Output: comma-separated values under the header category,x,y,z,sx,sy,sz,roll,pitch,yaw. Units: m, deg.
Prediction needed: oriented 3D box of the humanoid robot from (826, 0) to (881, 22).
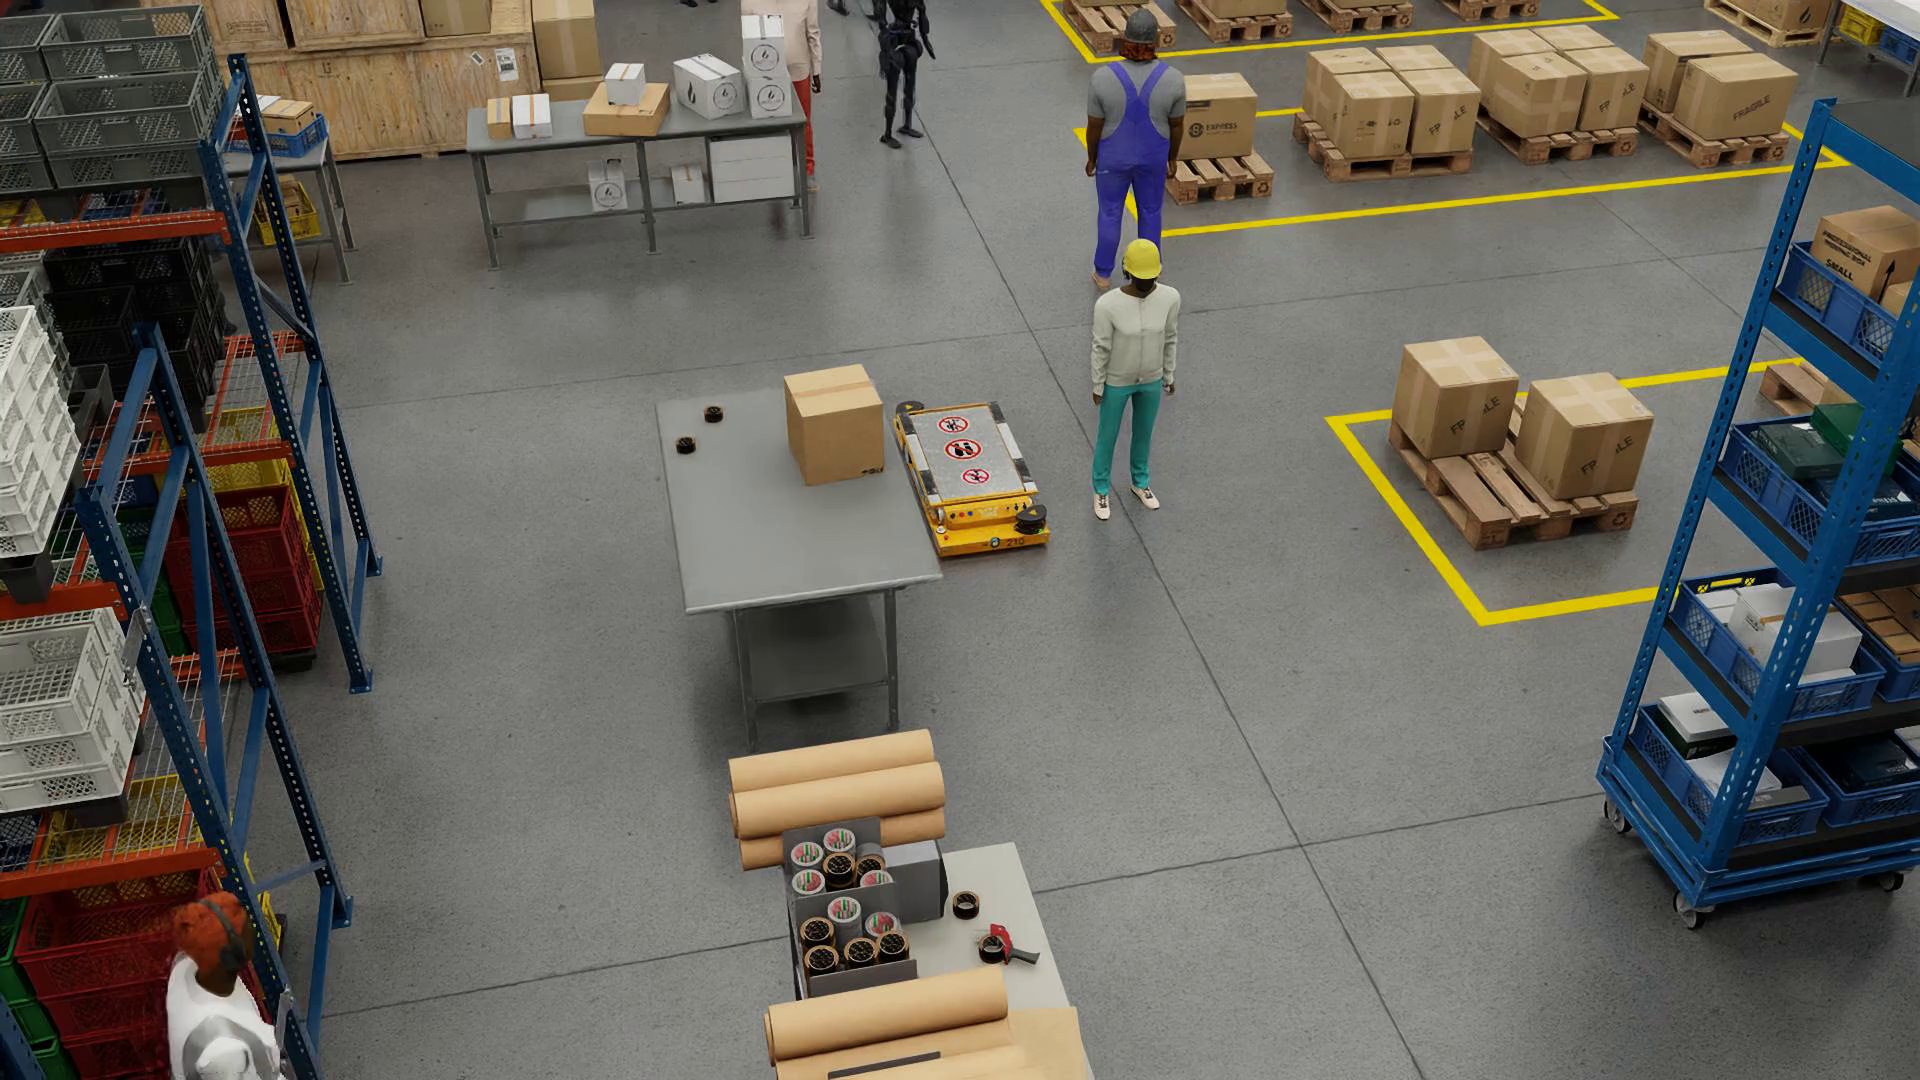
category,x,y,z,sx,sy,sz,roll,pitch,yaw
humanoid robot,-1.044,-5.991,16.449,0.602,1.625,0.728,-27,45,-32

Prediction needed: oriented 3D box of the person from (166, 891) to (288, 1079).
category,x,y,z,sx,sy,sz,roll,pitch,yaw
person,-2.380,1.919,5.653,0.915,1.837,0.582,-25,43,-29

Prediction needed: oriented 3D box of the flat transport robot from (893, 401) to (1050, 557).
category,x,y,z,sx,sy,sz,roll,pitch,yaw
flat transport robot,0.046,-0.430,10.108,0.652,0.197,1.431,-8,37,-10

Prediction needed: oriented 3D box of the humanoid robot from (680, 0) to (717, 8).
category,x,y,z,sx,sy,sz,roll,pitch,yaw
humanoid robot,-2.730,-6.254,16.768,0.612,1.656,0.316,-20,41,-24

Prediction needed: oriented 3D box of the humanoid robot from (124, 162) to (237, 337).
category,x,y,z,sx,sy,sz,roll,pitch,yaw
humanoid robot,-5.255,-2.080,11.157,0.596,1.657,0.325,6,37,8

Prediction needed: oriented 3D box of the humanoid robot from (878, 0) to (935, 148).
category,x,y,z,sx,sy,sz,roll,pitch,yaw
humanoid robot,-0.469,-4.140,13.934,0.317,1.652,0.609,28,45,32

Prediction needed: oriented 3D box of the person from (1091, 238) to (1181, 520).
category,x,y,z,sx,sy,sz,roll,pitch,yaw
person,0.997,-0.920,9.535,0.526,1.768,0.312,-11,38,-14

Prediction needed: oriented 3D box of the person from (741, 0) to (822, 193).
category,x,y,z,sx,sy,sz,roll,pitch,yaw
person,-1.383,-3.665,13.046,0.615,1.986,0.405,-6,37,-7

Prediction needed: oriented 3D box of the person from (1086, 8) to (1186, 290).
category,x,y,z,sx,sy,sz,roll,pitch,yaw
person,1.215,-2.756,11.774,0.688,2.000,0.537,0,37,0
